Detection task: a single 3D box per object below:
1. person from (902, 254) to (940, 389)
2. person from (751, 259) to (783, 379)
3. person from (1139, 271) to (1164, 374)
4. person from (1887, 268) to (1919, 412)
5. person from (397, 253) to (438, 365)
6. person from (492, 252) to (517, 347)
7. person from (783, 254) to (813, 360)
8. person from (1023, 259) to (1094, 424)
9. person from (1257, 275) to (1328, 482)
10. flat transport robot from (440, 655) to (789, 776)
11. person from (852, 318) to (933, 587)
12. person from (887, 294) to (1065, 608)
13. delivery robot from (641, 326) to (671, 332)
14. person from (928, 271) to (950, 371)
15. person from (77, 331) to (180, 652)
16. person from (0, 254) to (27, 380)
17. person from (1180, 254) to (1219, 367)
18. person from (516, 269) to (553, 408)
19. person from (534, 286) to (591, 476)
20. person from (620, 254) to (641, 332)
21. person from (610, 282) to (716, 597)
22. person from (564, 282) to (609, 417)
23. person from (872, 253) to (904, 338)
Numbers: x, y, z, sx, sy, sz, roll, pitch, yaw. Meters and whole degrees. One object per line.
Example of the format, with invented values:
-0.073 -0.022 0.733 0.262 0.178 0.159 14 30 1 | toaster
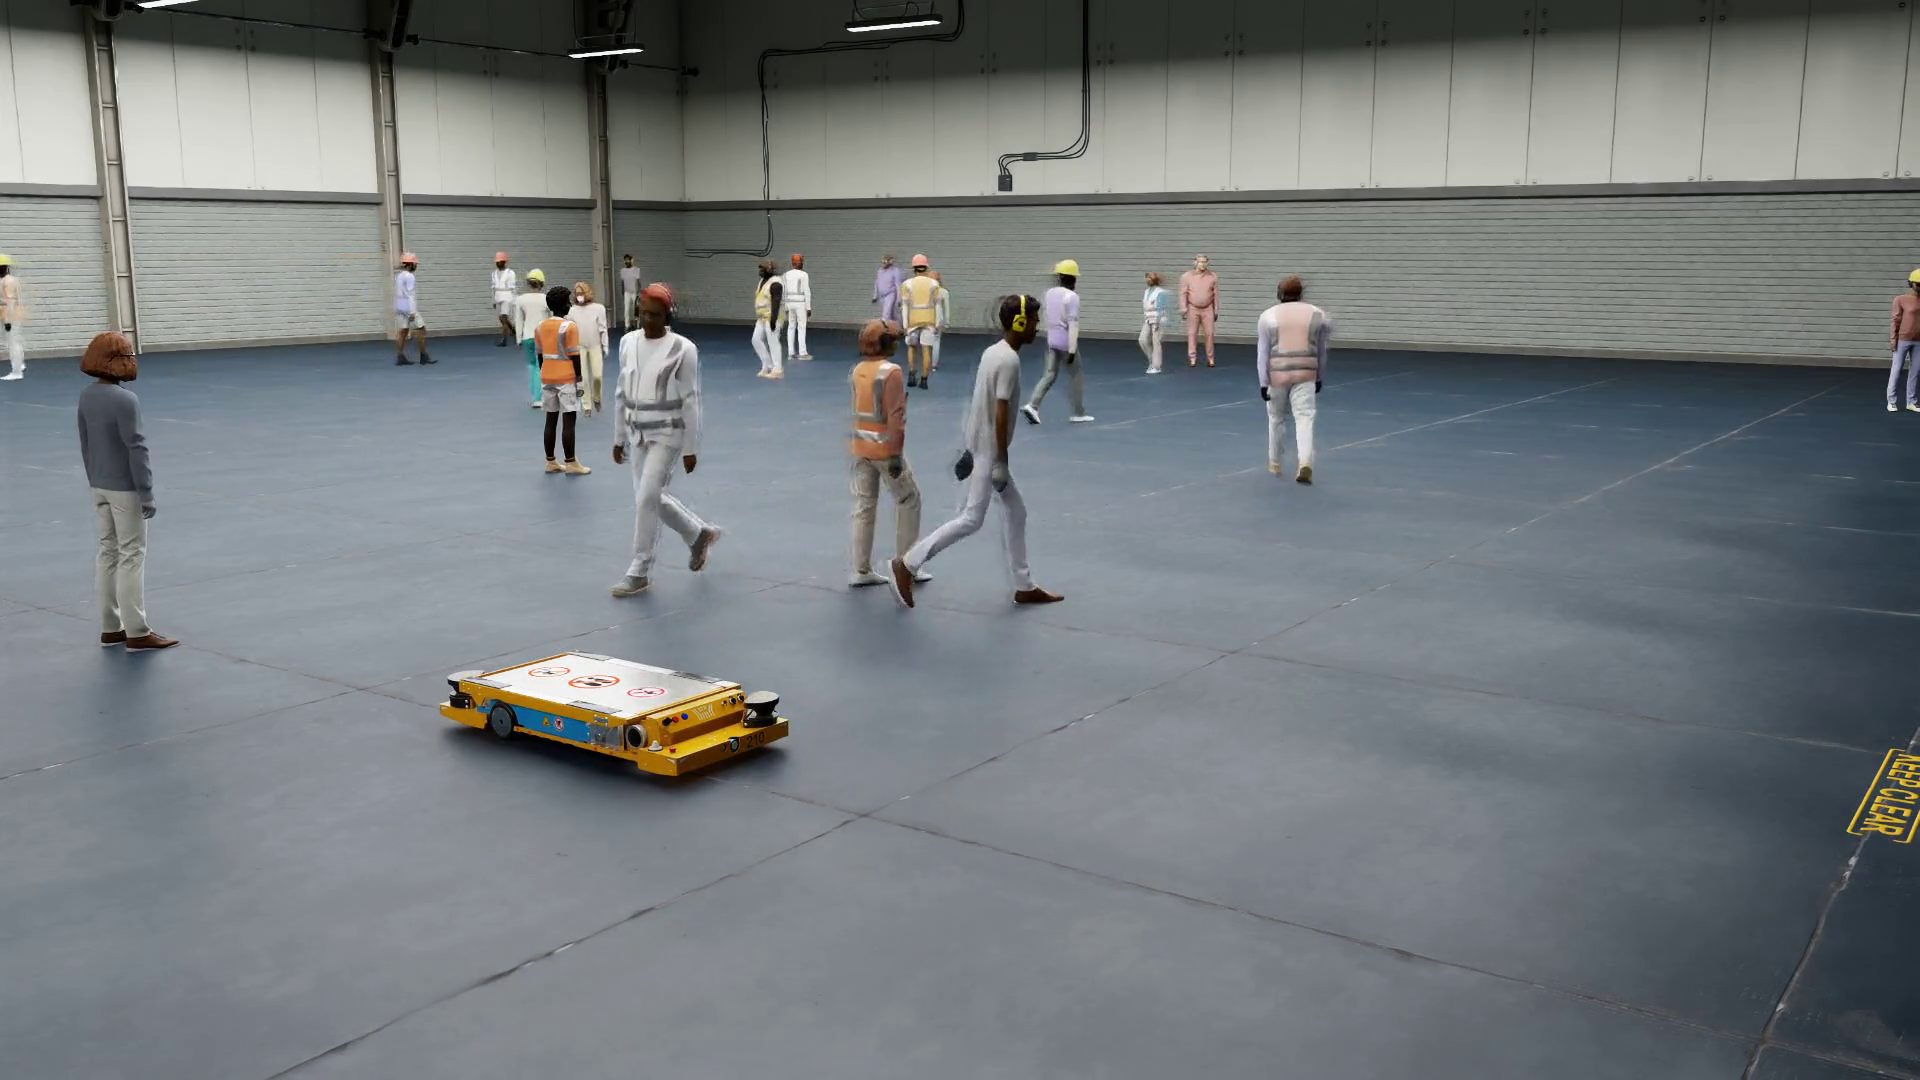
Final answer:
-0.569 -3.133 23.911 0.550 1.914 0.722 -1 10 -5 | person
-2.961 -3.382 25.534 0.503 1.823 0.656 -6 12 -29 | person
3.064 -3.449 26.462 0.364 1.627 0.514 -5 11 -27 | person
11.746 -2.458 20.526 0.524 1.769 0.309 0 10 0 | person
-9.312 -3.939 28.407 0.803 1.905 0.568 -8 13 -39 | person
-9.210 -4.887 33.746 0.553 1.914 0.829 4 11 23 | person
-2.892 -4.152 29.686 0.584 1.882 0.346 7 12 34 | person
1.150 -2.275 19.146 0.897 1.897 0.587 -8 13 -39 | person
2.921 -1.426 14.655 0.617 1.810 0.943 1 10 5 | person
-1.478 0.700 7.023 1.431 0.197 0.652 7 12 35 | flat transport robot
-0.415 -0.528 10.099 0.599 1.615 0.551 -7 12 -35 | person
0.093 -0.494 9.445 0.971 1.812 0.548 -1 10 -8 | person
-6.039 -4.132 33.034 0.477 0.478 0.707 3 11 18 | delivery robot
-0.430 -3.596 27.302 0.539 1.614 0.538 0 10 1 | person
-4.283 -0.245 8.501 0.507 1.633 0.276 7 12 34 | person
-14.501 -3.384 25.280 0.416 1.915 0.609 -7 13 -36 | person
4.040 -3.857 27.992 0.659 1.904 0.439 0 10 1 | person
-5.328 -2.567 21.196 0.545 1.738 0.764 2 10 10 | person
-3.572 -1.422 14.918 0.541 1.696 0.315 7 12 34 | person
-7.753 -5.841 39.302 0.524 1.840 0.896 0 10 1 | person
-1.759 -0.614 9.938 0.617 1.850 0.803 7 12 34 | person
-4.462 -2.271 19.889 0.519 1.613 0.342 -1 10 -7 | person
-1.513 -5.213 35.685 0.952 1.867 0.640 -10 14 -44 | person
